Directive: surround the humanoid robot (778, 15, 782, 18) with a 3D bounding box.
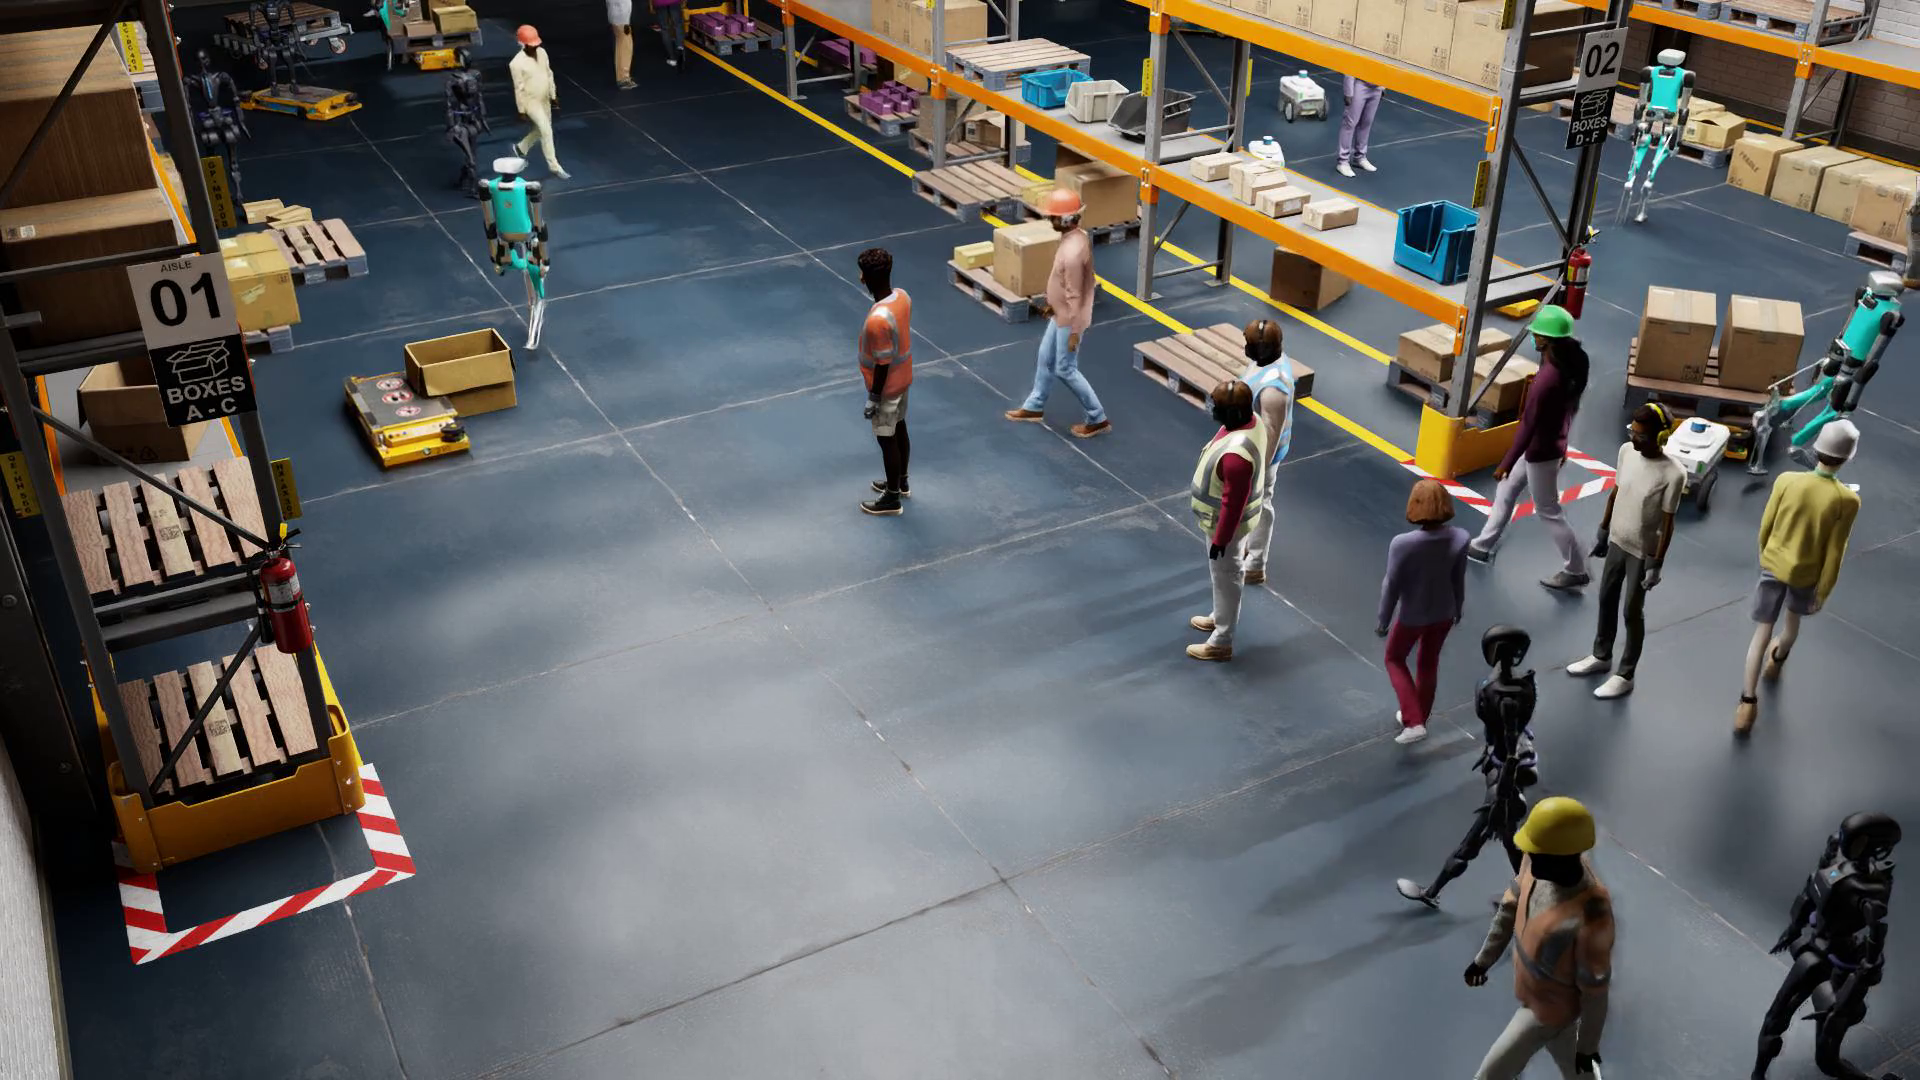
[{"bbox_3d":[-2.650,-8.811,25.331,0.598,1.649,0.327,-15,33,-24],"label":"humanoid robot"}]

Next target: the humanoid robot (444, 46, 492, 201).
[{"bbox_3d":[-5.370,-4.474,17.855,0.651,1.656,0.615,15,33,24],"label":"humanoid robot"}]

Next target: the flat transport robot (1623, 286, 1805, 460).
[{"bbox_3d":[5.910,-1.053,13.243,0.659,0.231,1.431,11,32,18],"label":"flat transport robot"}]

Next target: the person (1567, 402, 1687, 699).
[{"bbox_3d":[3.916,0.054,9.729,0.342,1.856,0.523,-12,32,-20],"label":"person"}]

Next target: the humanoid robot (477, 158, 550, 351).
[{"bbox_3d":[-3.722,-2.483,14.253,0.541,1.735,0.978,2,30,3],"label":"humanoid robot"}]

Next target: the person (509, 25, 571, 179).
[{"bbox_3d":[-4.746,-4.868,18.423,0.701,1.715,0.572,11,32,19],"label":"person"}]

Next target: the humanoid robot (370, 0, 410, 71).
[{"bbox_3d":[-7.759,-7.343,22.738,0.548,1.816,0.708,-2,30,-3],"label":"humanoid robot"}]

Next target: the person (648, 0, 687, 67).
[{"bbox_3d":[-3.983,-7.345,22.624,0.555,1.831,0.533,-11,32,-18],"label":"person"}]

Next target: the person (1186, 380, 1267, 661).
[{"bbox_3d":[1.599,-0.122,10.051,0.430,1.838,0.621,7,31,12],"label":"person"}]

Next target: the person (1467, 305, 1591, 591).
[{"bbox_3d":[3.795,-0.593,10.811,0.975,1.900,0.526,16,34,26],"label":"person"}]

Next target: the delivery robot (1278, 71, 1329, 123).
[{"bbox_3d":[4.267,-5.557,20.784,0.499,0.583,0.774,-6,30,-10],"label":"delivery robot"}]

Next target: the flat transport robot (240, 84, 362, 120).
[{"bbox_3d":[-8.367,-5.557,21.083,1.431,0.231,0.659,13,32,22],"label":"flat transport robot"}]

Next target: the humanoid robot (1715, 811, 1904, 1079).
[{"bbox_3d":[3.710,1.770,6.934,0.695,1.628,0.601,1,30,1],"label":"humanoid robot"}]

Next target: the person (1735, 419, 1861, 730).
[{"bbox_3d":[4.803,0.159,9.573,0.464,1.843,1.003,16,33,25],"label":"person"}]

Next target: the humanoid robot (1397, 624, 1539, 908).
[{"bbox_3d":[2.584,1.125,8.069,0.750,1.621,0.613,5,30,8],"label":"humanoid robot"}]

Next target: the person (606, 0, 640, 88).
[{"bbox_3d":[-4.451,-6.847,21.886,0.323,1.717,0.667,-16,34,-26],"label":"person"}]

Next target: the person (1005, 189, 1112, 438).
[{"bbox_3d":[0.754,-1.725,12.739,0.835,1.945,0.671,1,30,3],"label":"person"}]

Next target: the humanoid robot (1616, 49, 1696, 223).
[{"bbox_3d":[7.058,-4.005,17.025,0.546,1.906,0.705,19,35,30],"label":"humanoid robot"}]

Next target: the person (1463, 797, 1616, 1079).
[{"bbox_3d":[2.335,1.790,6.685,1.030,1.863,0.585,0,30,0],"label":"person"}]

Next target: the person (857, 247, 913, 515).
[{"bbox_3d":[-0.526,-1.105,11.639,0.374,1.957,0.600,7,31,13],"label":"person"}]

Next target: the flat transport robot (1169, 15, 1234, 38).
[{"bbox_3d":[3.658,-7.718,24.844,1.431,0.231,0.659,10,31,17],"label":"flat transport robot"}]

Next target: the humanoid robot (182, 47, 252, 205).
[{"bbox_3d":[-7.876,-4.382,17.627,0.612,1.638,0.455,-16,33,-25],"label":"humanoid robot"}]

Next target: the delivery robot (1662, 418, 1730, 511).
[{"bbox_3d":[5.322,-0.588,12.161,0.524,0.610,0.781,21,36,32],"label":"delivery robot"}]

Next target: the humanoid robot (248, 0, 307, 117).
[{"bbox_3d":[-8.455,-6.118,20.633,0.599,1.657,0.315,-16,33,-25],"label":"humanoid robot"}]

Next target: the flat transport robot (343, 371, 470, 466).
[{"bbox_3d":[-4.401,-1.004,13.157,0.659,0.231,1.431,-16,33,-25],"label":"flat transport robot"}]

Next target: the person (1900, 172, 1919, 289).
[{"bbox_3d":[8.982,-3.222,15.406,0.601,1.870,0.428,-24,38,-35],"label":"person"}]

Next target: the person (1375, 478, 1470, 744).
[{"bbox_3d":[2.605,0.441,9.295,0.547,1.601,0.494,-7,31,-13],"label":"person"}]

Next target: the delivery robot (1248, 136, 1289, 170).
[{"bbox_3d":[3.378,-4.139,18.320,0.524,0.587,0.747,2,30,3],"label":"delivery robot"}]

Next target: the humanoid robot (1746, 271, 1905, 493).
[{"bbox_3d":[6.067,-1.080,11.833,1.017,1.739,0.553,2,30,4],"label":"humanoid robot"}]

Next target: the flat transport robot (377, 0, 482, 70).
[{"bbox_3d":[-7.407,-6.883,23.392,0.659,0.231,1.431,-14,33,-23],"label":"flat transport robot"}]

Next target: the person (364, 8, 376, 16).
[{"bbox_3d":[-9.022,-8.821,25.402,0.506,1.637,0.313,26,39,37],"label":"person"}]

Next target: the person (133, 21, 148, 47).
[{"bbox_3d":[-10.676,-6.748,21.505,0.712,1.905,0.651,23,37,34],"label":"person"}]

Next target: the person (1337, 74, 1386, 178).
[{"bbox_3d":[4.530,-5.028,18.520,0.642,1.909,0.403,-19,35,-29],"label":"person"}]

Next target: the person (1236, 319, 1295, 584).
[{"bbox_3d":[1.924,-0.579,10.847,0.430,1.837,0.620,3,30,5],"label":"person"}]

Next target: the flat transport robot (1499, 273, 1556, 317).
[{"bbox_3d":[4.884,-2.464,15.699,0.659,0.231,1.431,-22,36,-33],"label":"flat transport robot"}]
